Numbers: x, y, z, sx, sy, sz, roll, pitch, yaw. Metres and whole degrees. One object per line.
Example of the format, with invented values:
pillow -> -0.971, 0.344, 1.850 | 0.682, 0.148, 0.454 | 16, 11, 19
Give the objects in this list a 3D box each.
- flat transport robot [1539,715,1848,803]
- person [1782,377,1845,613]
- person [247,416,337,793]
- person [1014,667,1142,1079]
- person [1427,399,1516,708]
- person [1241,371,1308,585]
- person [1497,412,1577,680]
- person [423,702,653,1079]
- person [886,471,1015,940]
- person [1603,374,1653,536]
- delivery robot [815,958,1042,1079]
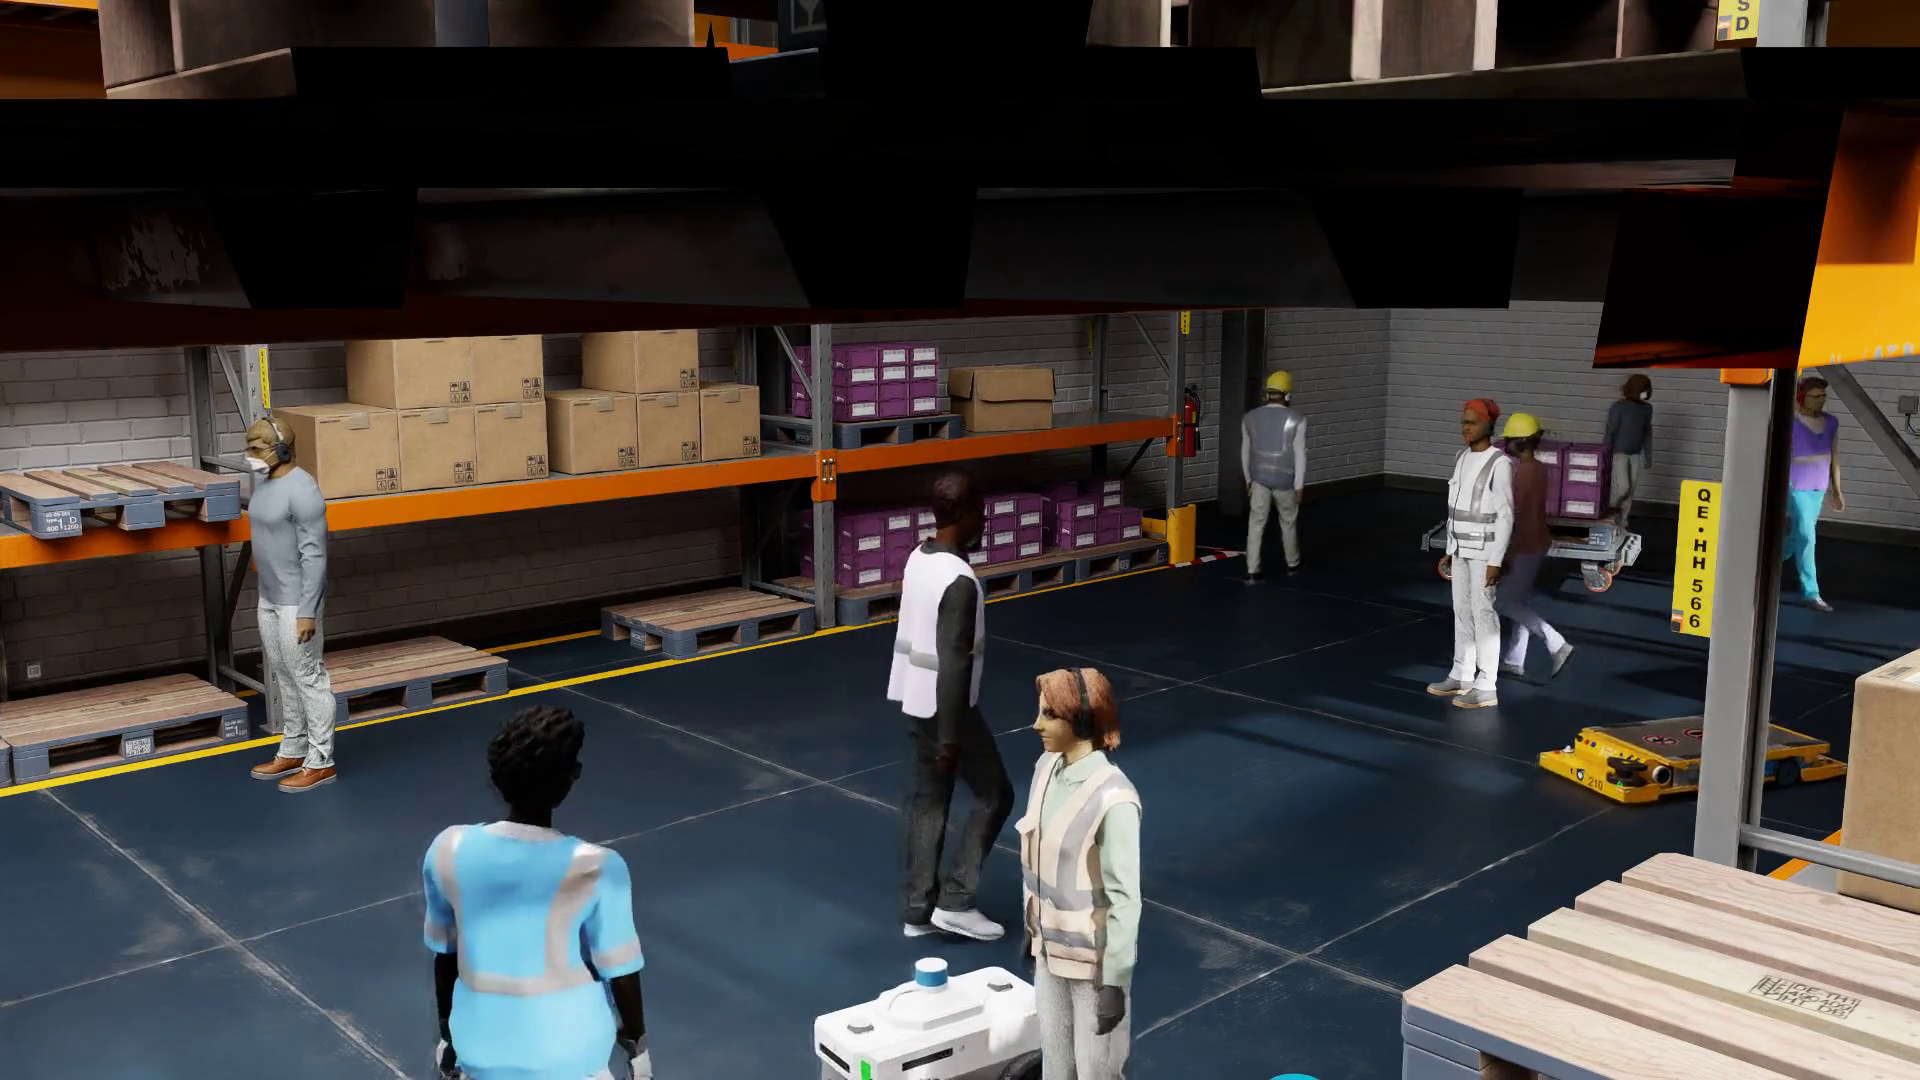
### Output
flat transport robot -> 3.854, 1.123, 8.736 | 1.431, 0.197, 0.652 | -3, 10, -18
person -> 6.607, -0.393, 13.121 | 0.578, 1.817, 0.881 | -4, 10, -21
person -> -3.453, 0.324, 8.557 | 0.373, 1.935, 0.628 | -9, 13, -44
person -> 0.322, 1.157, 4.587 | 0.329, 1.635, 0.526 | -4, 11, -24
person -> 3.127, 0.088, 10.143 | 0.422, 1.883, 0.590 | -2, 10, -12
person -> 2.656, -0.532, 14.009 | 0.616, 1.782, 0.922 | 6, 11, 32
person -> 3.675, 0.057, 10.646 | 0.577, 1.748, 0.528 | 8, 13, 40
person -> -1.006, 1.219, 4.014 | 0.556, 1.685, 0.354 | 3, 10, 15
person -> -0.013, 0.667, 6.646 | 0.524, 1.898, 0.594 | -4, 10, -22
person -> 6.470, -0.813, 16.136 | 0.558, 1.608, 0.361 | -3, 10, -19
delivery robot -> -0.089, 1.544, 5.168 | 0.707, 0.478, 0.477 | -6, 12, -34
